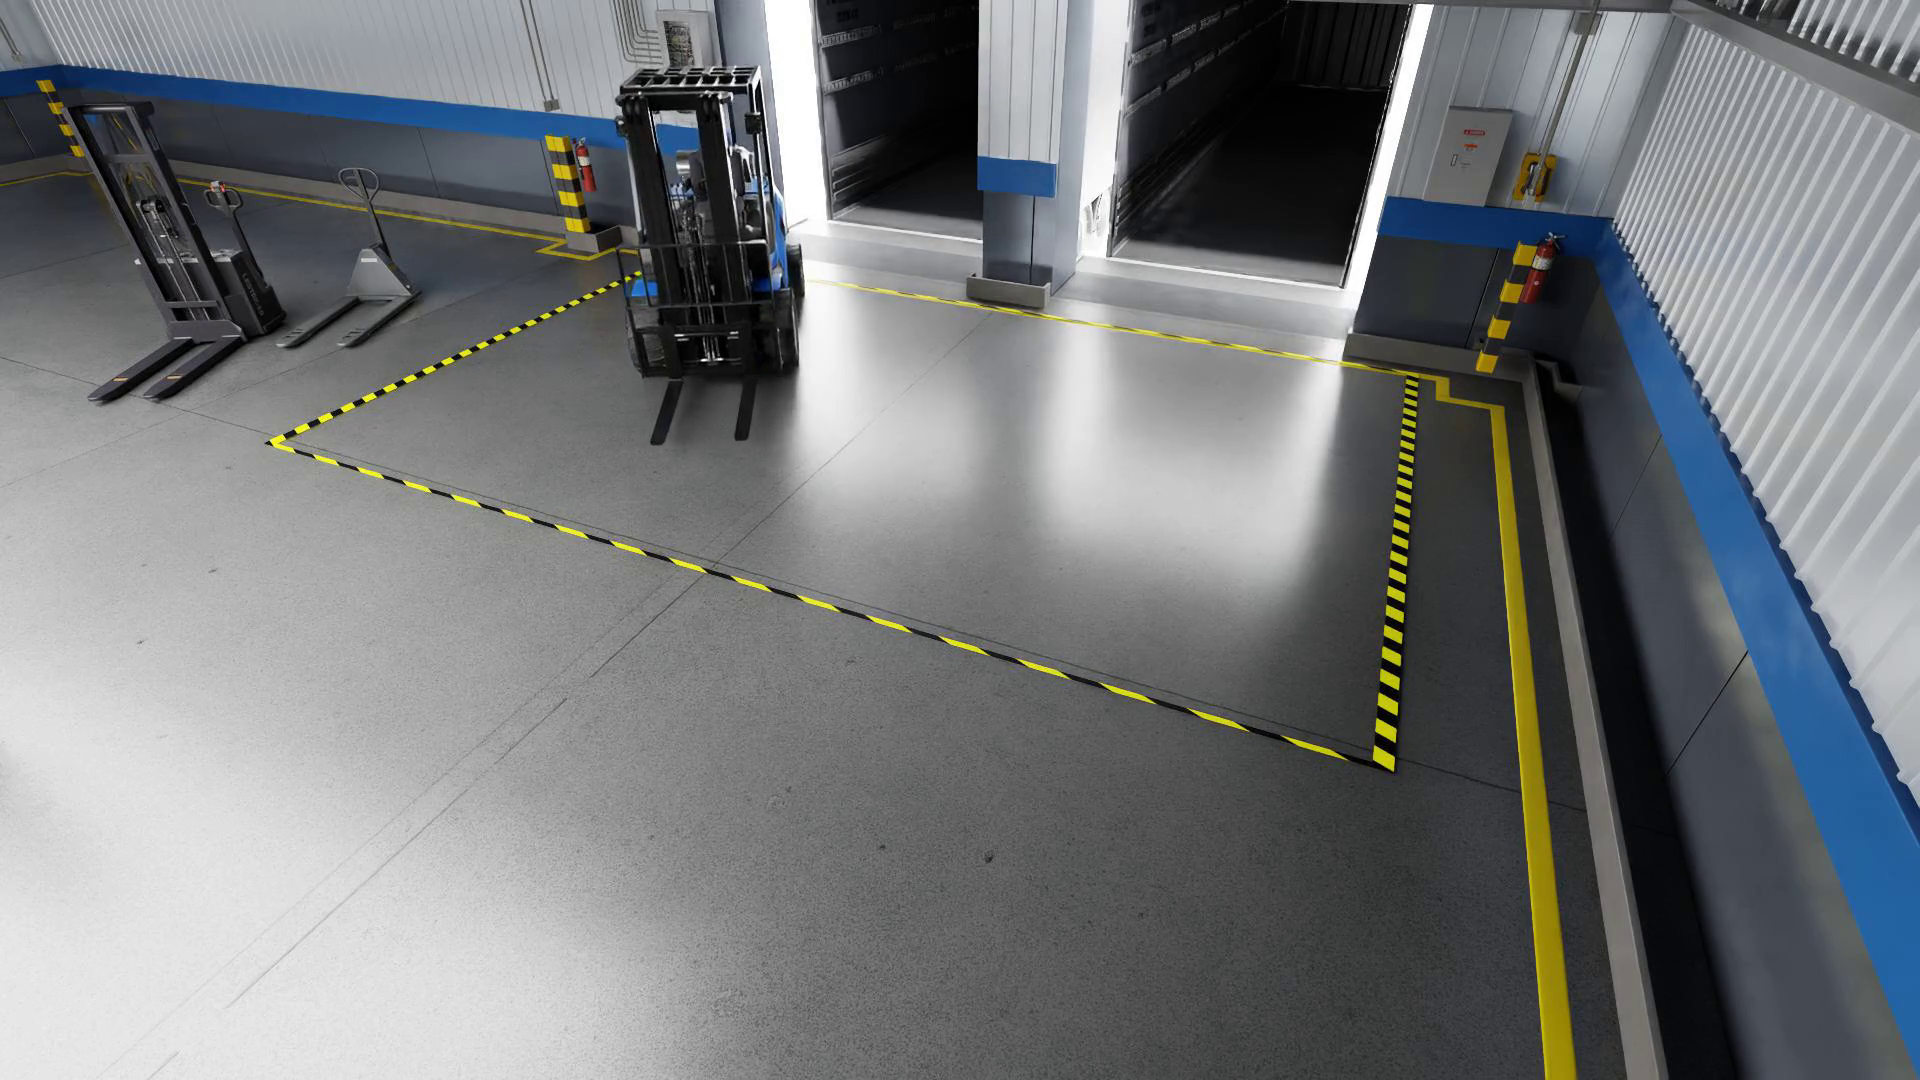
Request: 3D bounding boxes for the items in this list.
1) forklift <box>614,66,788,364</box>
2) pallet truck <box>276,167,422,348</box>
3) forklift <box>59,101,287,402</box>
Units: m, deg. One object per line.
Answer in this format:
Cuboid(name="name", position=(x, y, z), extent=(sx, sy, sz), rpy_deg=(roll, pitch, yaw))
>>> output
Cuboid(name="forklift", position=(-2.134, -2.882, 7.829), extent=(1.157, 2.036, 2.680), rpy_deg=(-4, 35, -6))
Cuboid(name="pallet truck", position=(-5.732, -2.611, 8.414), extent=(0.680, 1.201, 1.601), rpy_deg=(-1, 35, -1))
Cuboid(name="forklift", position=(-6.686, -2.387, 7.434), extent=(0.823, 1.965, 1.885), rpy_deg=(-3, 35, -5))
